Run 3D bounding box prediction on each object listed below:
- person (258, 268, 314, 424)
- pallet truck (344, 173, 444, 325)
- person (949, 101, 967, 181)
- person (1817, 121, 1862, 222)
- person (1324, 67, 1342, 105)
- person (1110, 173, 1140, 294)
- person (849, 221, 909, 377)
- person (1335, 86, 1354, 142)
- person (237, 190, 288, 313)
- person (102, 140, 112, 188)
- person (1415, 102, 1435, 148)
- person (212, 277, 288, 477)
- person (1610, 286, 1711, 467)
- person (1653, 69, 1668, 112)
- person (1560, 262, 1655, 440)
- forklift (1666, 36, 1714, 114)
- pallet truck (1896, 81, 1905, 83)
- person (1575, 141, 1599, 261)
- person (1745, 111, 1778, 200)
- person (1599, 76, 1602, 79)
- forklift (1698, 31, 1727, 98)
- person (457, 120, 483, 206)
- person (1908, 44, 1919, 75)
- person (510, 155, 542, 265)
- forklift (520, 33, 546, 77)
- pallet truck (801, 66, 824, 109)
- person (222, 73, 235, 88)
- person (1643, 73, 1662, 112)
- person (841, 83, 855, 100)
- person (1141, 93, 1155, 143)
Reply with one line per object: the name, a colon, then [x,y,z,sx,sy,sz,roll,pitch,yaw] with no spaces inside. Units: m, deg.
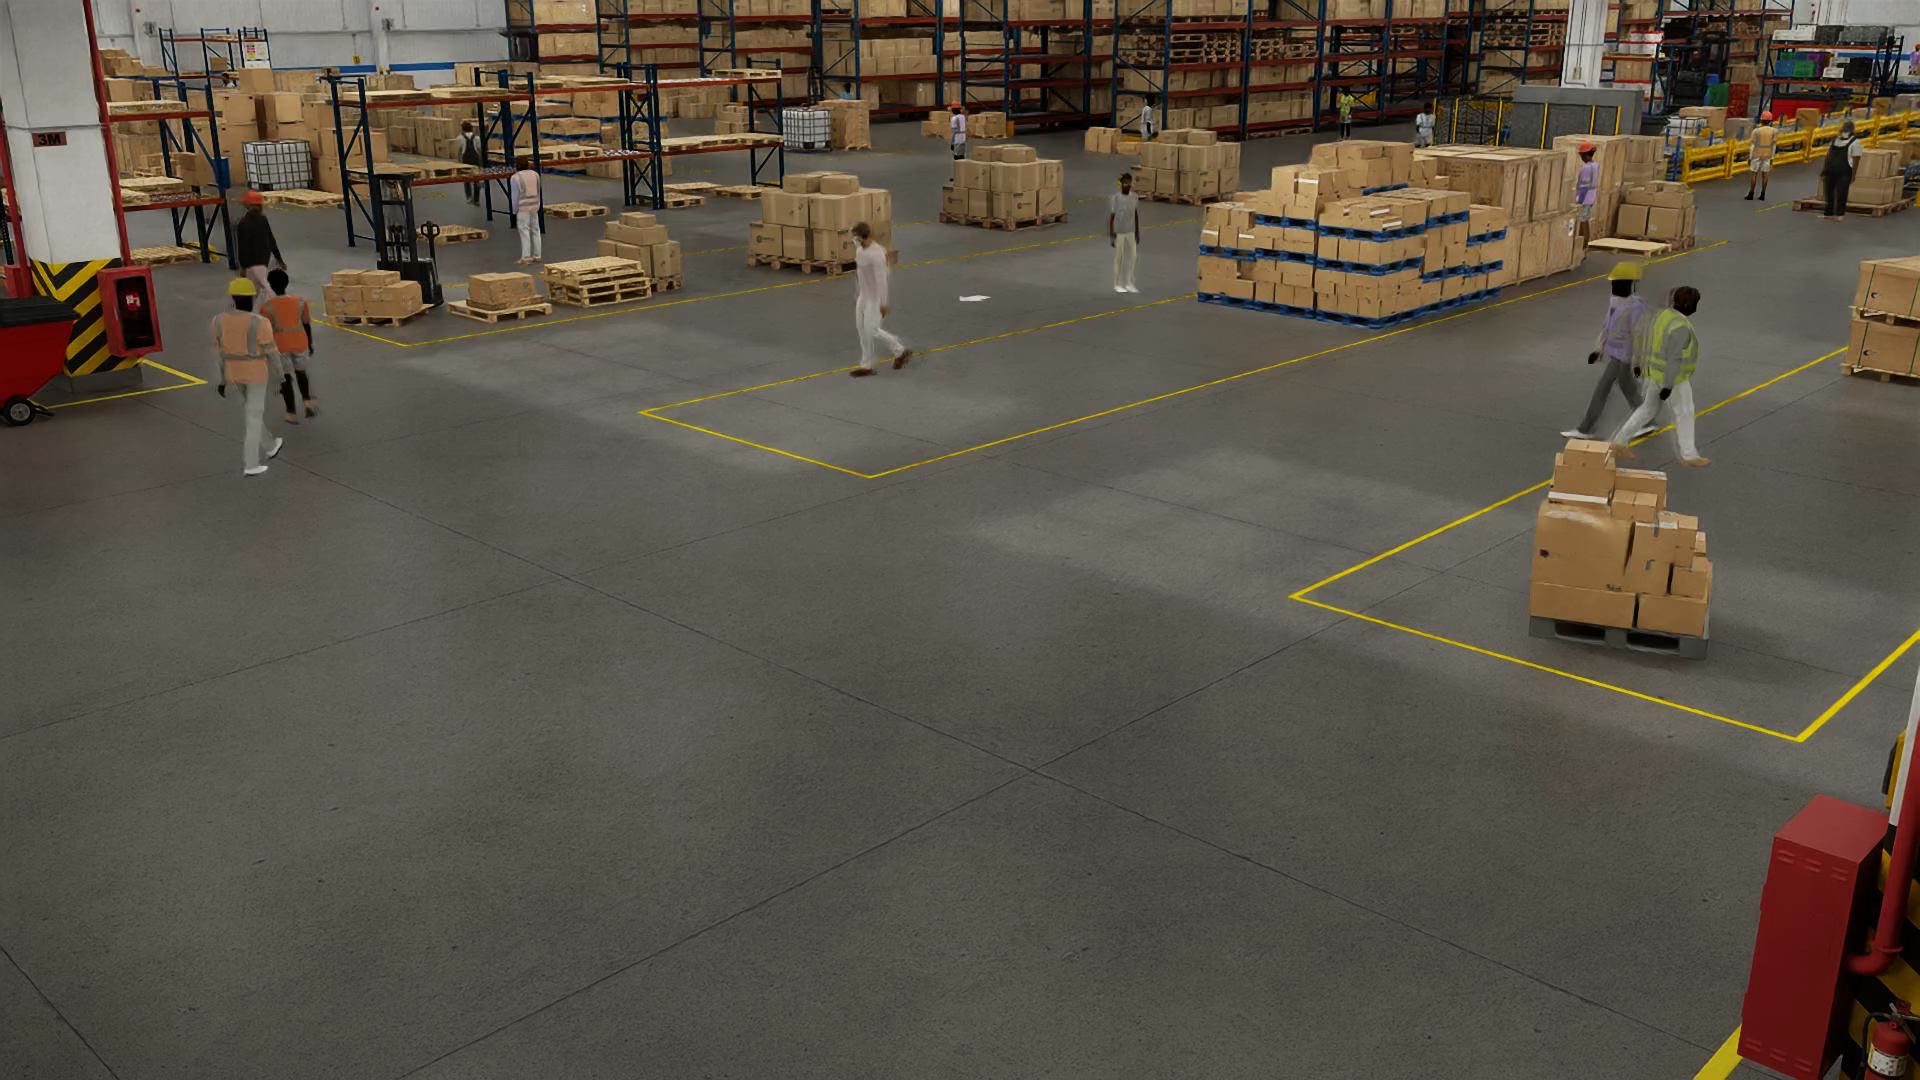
person: [-7.248,-2.083,17.921,0.547,1.683,0.369,-14,23,-36]
pallet truck: [-8.209,-4.181,23.757,0.823,1.965,1.885,3,19,9]
person: [-0.071,-9.730,40.594,0.399,1.928,0.542,11,21,31]
person: [17.716,-7.454,33.551,0.536,2.000,0.746,-10,21,-27]
person: [13.796,-16.667,61.553,0.640,1.893,1.013,-2,18,-5]
person: [2.568,-4.695,25.537,0.577,1.843,0.687,-8,20,-22]
person: [-0.996,-2.898,20.047,0.635,1.898,0.676,-8,20,-23]
person: [11.784,-13.021,50.870,0.320,1.692,0.531,-10,21,-28]
person: [-9.511,-3.789,22.677,1.042,1.940,0.614,1,18,3]
person: [-18.464,-7.993,35.704,0.508,1.710,0.474,-17,25,-42]
person: [12.339,-10.795,44.218,0.532,1.656,0.873,-1,18,-2]
person: [-6.863,-1.623,16.227,0.611,1.882,0.953,3,19,10]
person: [6.950,-1.615,16.371,0.933,1.796,0.608,1,18,4]
person: [26.695,-17.116,63.320,0.374,1.612,0.519,-13,22,-34]
person: [6.852,-1.947,17.236,1.007,1.885,0.588,1,18,2]
forklift: [27.341,-17.291,61.877,1.129,2.768,1.873,17,25,41]
pallet truck: [34.802,-16.331,61.455,0.653,1.274,1.630,17,25,41]
person: [10.759,-5.853,28.739,0.392,2.034,0.605,12,22,33]
person: [17.802,-8.529,36.946,0.545,1.942,0.354,2,18,6]
person: [22.133,-15.569,58.213,0.657,1.905,0.402,14,23,36]
forklift: [31.610,-20.010,70.068,1.873,2.768,1.129,-13,22,-34]
person: [-10.637,-8.182,36.080,0.555,1.822,0.613,-10,21,-28]
person: [46.726,-23.276,81.381,0.552,1.936,0.358,-3,19,-10]
person: [-7.398,-5.609,28.306,0.429,1.844,0.624,11,21,30]
forklift: [-17.261,-19.003,67.036,1.129,2.768,1.873,17,25,41]
pallet truck: [-4.812,-15.182,56.903,0.823,1.965,1.885,-9,21,-26]
person: [-23.720,-14.200,54.087,0.584,1.911,0.394,15,24,38]
person: [23.492,-14.944,56.474,0.715,1.812,0.598,-16,24,-40]
person: [-3.583,-13.799,53.272,0.863,1.655,0.537,16,24,40]
person: [4.847,-10.532,42.940,0.371,1.966,0.608,-1,18,-2]
